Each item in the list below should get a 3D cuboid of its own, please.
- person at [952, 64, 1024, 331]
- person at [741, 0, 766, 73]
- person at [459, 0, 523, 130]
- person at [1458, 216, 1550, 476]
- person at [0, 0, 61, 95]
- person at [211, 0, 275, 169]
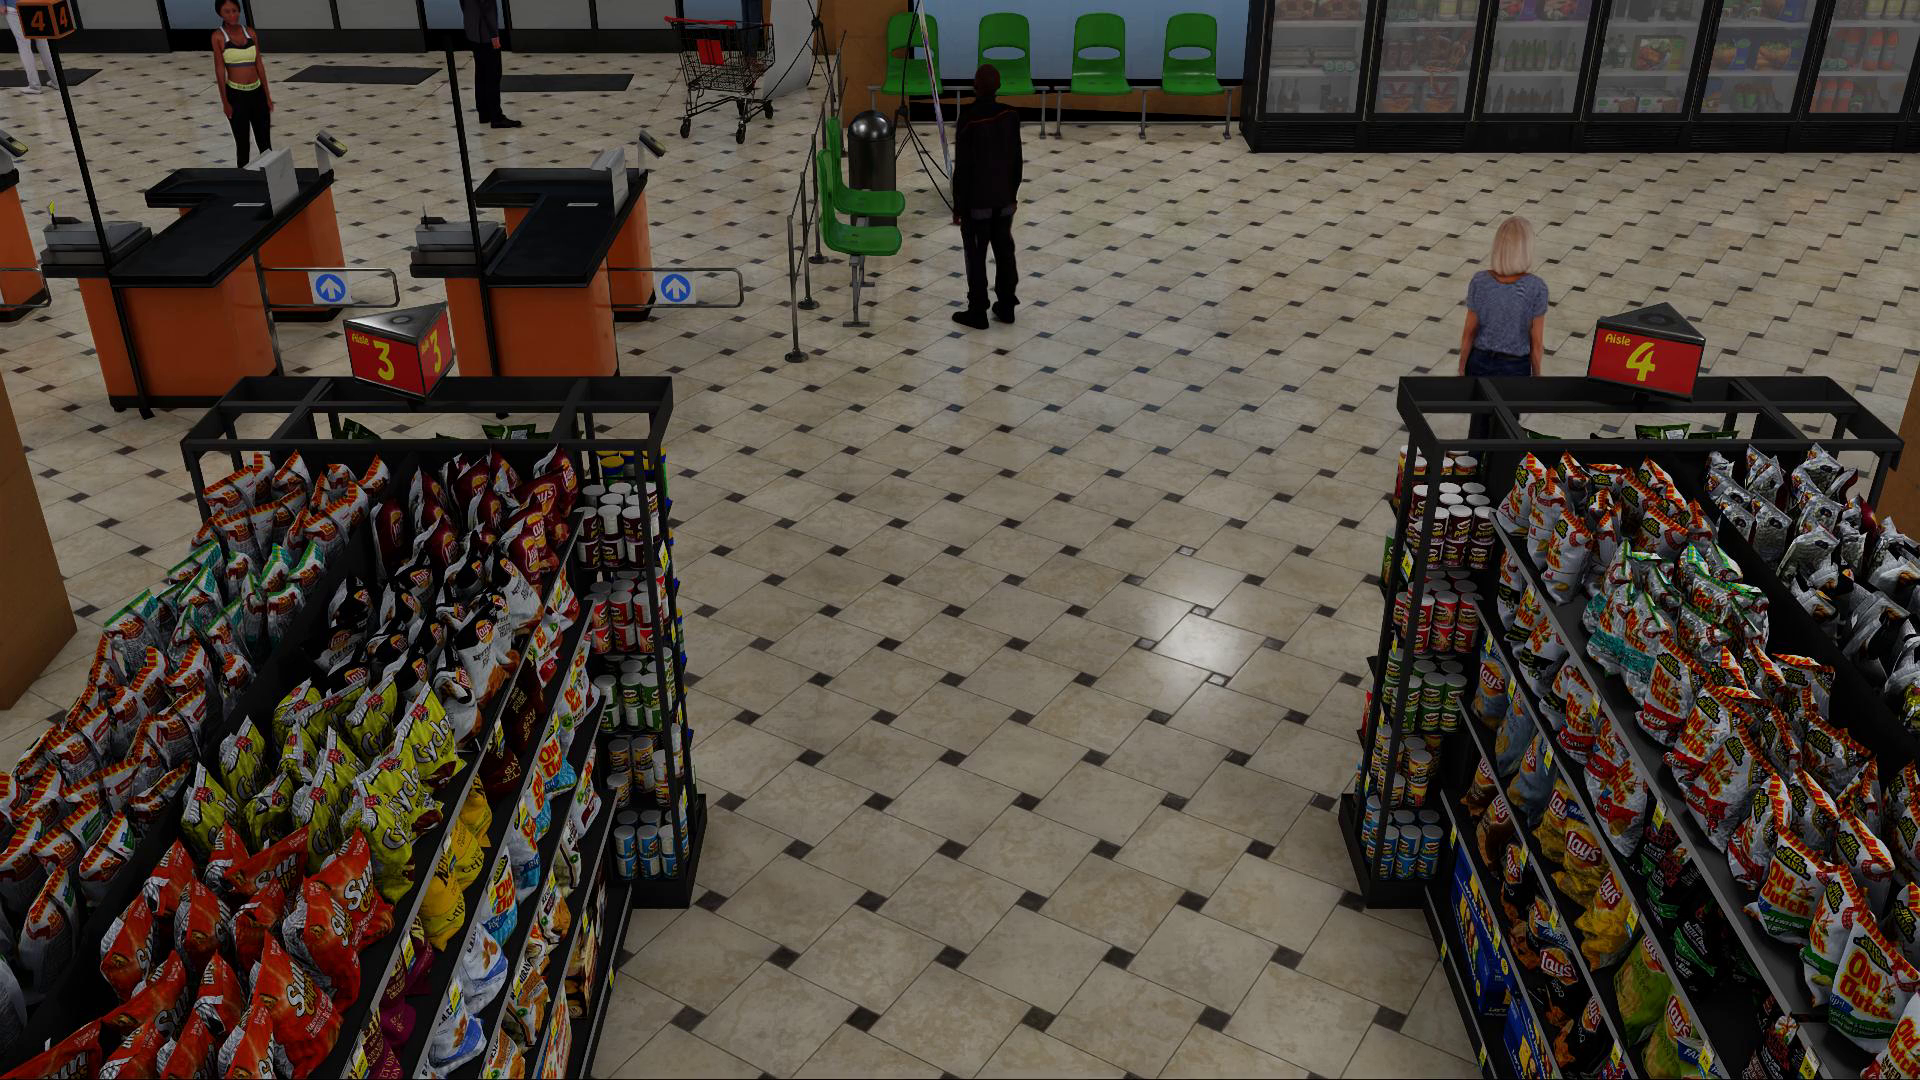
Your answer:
[{"bbox_3d":[0.192,-2.363,11.471,0.785,1.825,0.774,-15,32,-25],"label":"person"},{"bbox_3d":[-2.328,-6.107,18.363,0.729,1.792,0.616,-14,32,-24],"label":"person"},{"bbox_3d":[-4.659,-4.992,16.272,0.870,1.840,0.775,-21,35,-33],"label":"person"},{"bbox_3d":[2.834,-0.844,8.824,0.985,1.696,1.132,19,34,30],"label":"person"},{"bbox_3d":[-9.842,-5.657,17.438,0.802,1.888,0.689,16,32,26],"label":"person"},{"bbox_3d":[-6.005,-3.695,13.986,0.639,1.754,0.694,-25,37,-37],"label":"person"}]
